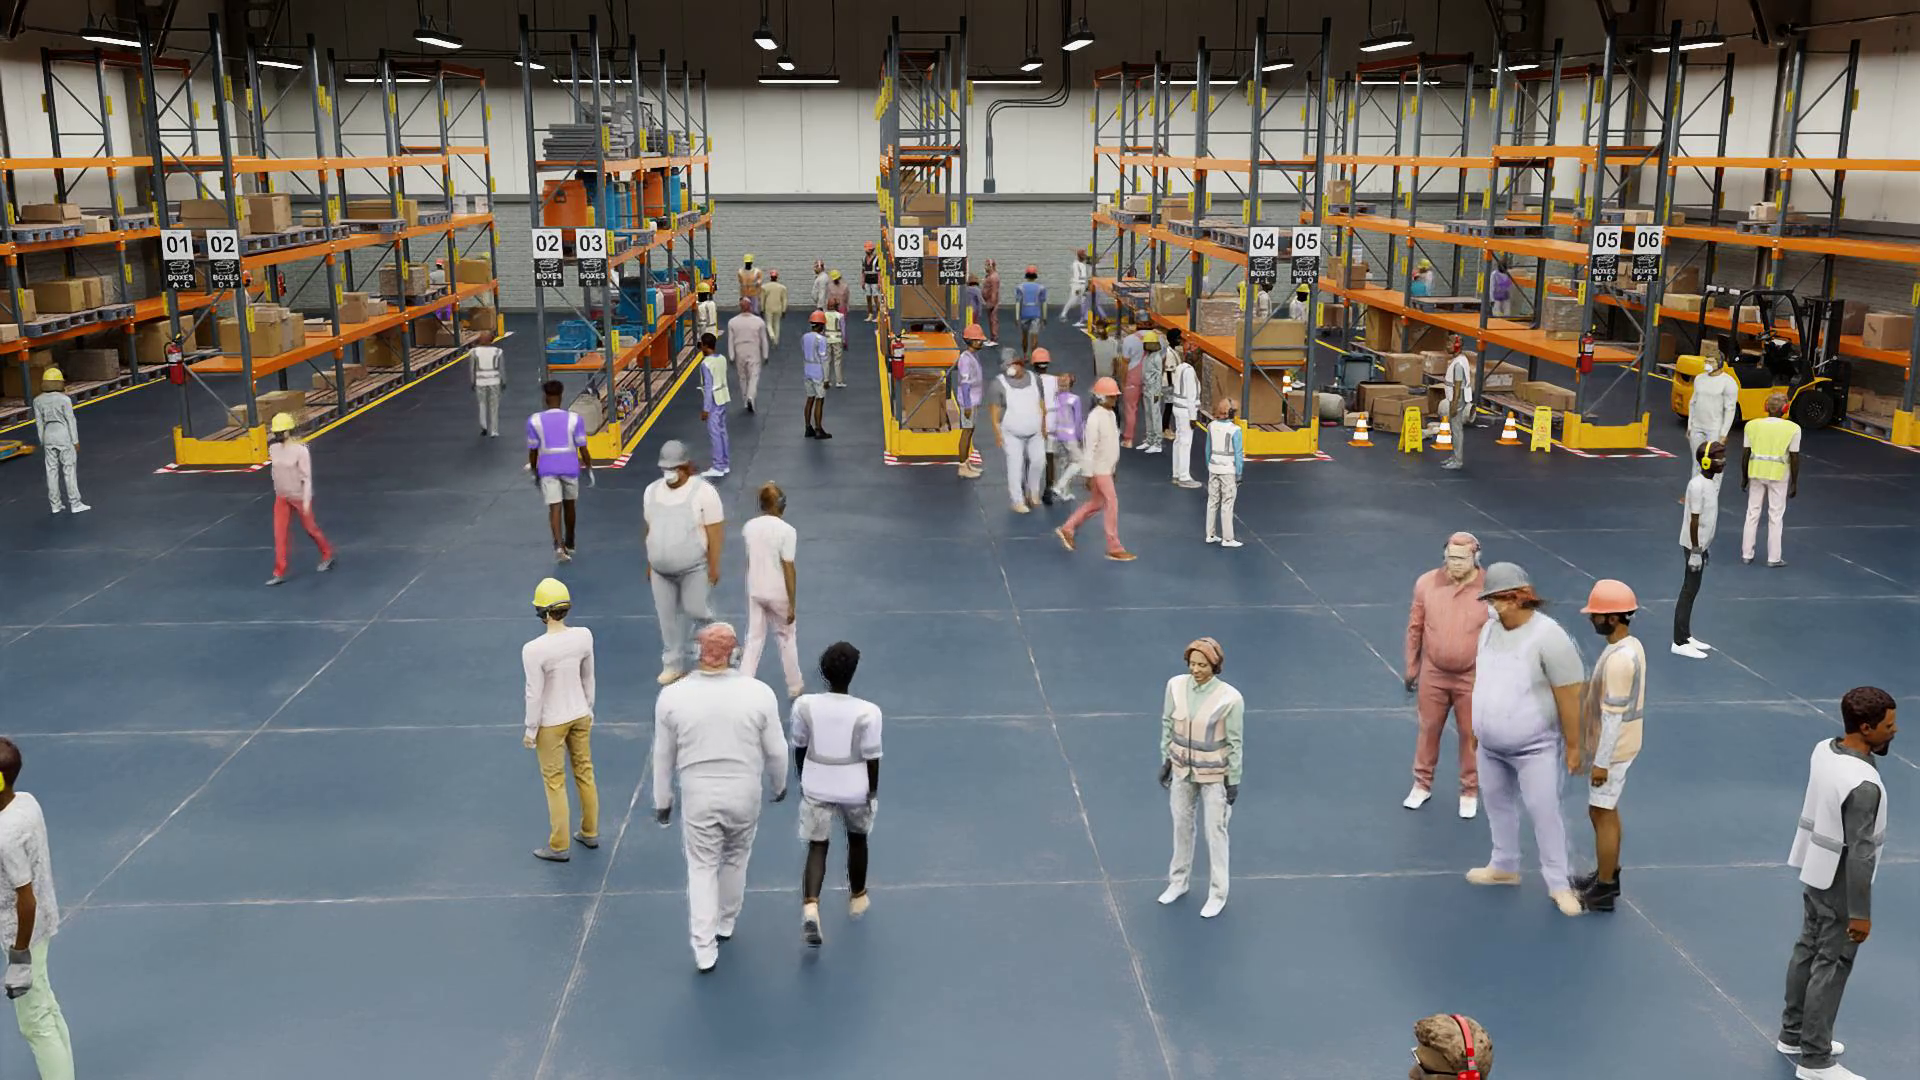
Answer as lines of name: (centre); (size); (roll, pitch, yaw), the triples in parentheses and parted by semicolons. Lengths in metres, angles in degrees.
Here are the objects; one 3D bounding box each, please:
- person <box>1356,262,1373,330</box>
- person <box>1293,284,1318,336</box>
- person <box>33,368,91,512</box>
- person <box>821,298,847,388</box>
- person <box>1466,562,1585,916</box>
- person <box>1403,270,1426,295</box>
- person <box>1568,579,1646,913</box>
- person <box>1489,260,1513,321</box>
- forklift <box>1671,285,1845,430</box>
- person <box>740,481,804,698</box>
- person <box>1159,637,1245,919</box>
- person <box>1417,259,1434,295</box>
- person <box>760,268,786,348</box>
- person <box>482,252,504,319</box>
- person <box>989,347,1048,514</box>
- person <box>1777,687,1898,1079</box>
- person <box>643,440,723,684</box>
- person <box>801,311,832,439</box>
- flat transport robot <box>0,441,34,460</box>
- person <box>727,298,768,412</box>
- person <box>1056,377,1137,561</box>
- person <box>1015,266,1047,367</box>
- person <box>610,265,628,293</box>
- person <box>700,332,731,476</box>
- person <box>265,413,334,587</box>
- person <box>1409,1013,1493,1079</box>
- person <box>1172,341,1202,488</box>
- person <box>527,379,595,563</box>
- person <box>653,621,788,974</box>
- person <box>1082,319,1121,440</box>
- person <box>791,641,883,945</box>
person: (9.693, -5.865, 39.985); (0.505, 1.633, 0.279); (-10, 16, -35)
person: (6.967, -4.391, 33.607); (0.538, 1.695, 0.318); (0, 13, 2)
person: (-10.805, -1.191, 19.968); (0.485, 1.736, 0.309); (1, 13, 5)
person: (-2.310, -3.602, 30.394); (0.520, 1.636, 0.312); (7, 15, 27)
person: (3.242, 1.103, 9.594); (0.548, 2.000, 0.833); (-7, 15, -27)
person: (9.859, -5.026, 36.259); (0.584, 1.714, 0.492); (-6, 14, -22)
person: (3.708, 1.170, 9.563); (0.391, 1.924, 0.553); (6, 15, 24)
person: (12.437, -5.556, 38.332); (0.656, 1.802, 0.499); (-4, 14, -15)
forklift: (12.503, -2.886, 26.166); (2.313, 2.155, 1.214); (-1, 13, -3)
person: (-1.480, 0.455, 12.895); (0.511, 1.802, 0.903); (6, 15, 25)
person: (1.378, 1.338, 9.484); (0.519, 1.633, 0.314); (11, 17, 39)
person: (10.726, -5.590, 38.426); (0.426, 1.818, 0.668); (2, 13, 7)
person: (-4.058, -5.046, 36.278); (0.579, 1.736, 0.578); (-5, 14, -20)
person: (-11.859, -6.424, 42.132); (0.715, 1.738, 0.547); (-4, 14, -17)
person: (0.737, -1.345, 19.967); (0.717, 2.000, 0.539); (-5, 14, -19)
person: (4.093, 1.597, 7.764); (0.378, 1.917, 0.597); (2, 13, 9)
person: (-2.280, 0.140, 13.676); (0.697, 2.000, 0.703); (4, 14, 17)
person: (-2.141, -2.484, 25.038); (0.384, 1.928, 0.546); (-12, 18, -41)
flat transport robot: (-13.626, -1.199, 23.135); (0.652, 0.197, 1.431); (1, 13, 2)
person: (-3.533, -3.082, 27.683); (0.646, 1.881, 0.868); (1, 13, 2)
person: (1.450, -0.772, 17.710); (0.895, 1.968, 0.622); (6, 14, 23)
person: (1.434, -4.532, 33.585); (0.638, 1.982, 1.059); (0, 13, 1)
person: (-7.793, -5.494, 37.885); (0.575, 1.881, 0.356); (-11, 17, -39)
person: (-3.271, -1.808, 22.195); (0.393, 1.916, 0.590); (4, 14, 15)
person: (-6.734, -0.452, 16.859); (0.533, 1.724, 0.905); (4, 14, 18)
person: (1.472, 2.279, 5.026); (0.389, 1.847, 0.563); (-2, 13, -10)
person: (2.929, -1.625, 21.486); (0.357, 1.885, 0.573); (-2, 13, -8)
person: (-4.227, -0.732, 17.658); (0.676, 1.919, 0.903); (-4, 14, -16)
person: (-1.285, 1.347, 8.948); (0.722, 1.863, 0.675); (-1, 13, -4)
person: (2.169, -2.408, 24.958); (0.521, 1.814, 0.967); (9, 16, 33)
person: (-0.693, 1.396, 9.171); (0.534, 1.677, 0.745); (2, 13, 7)
